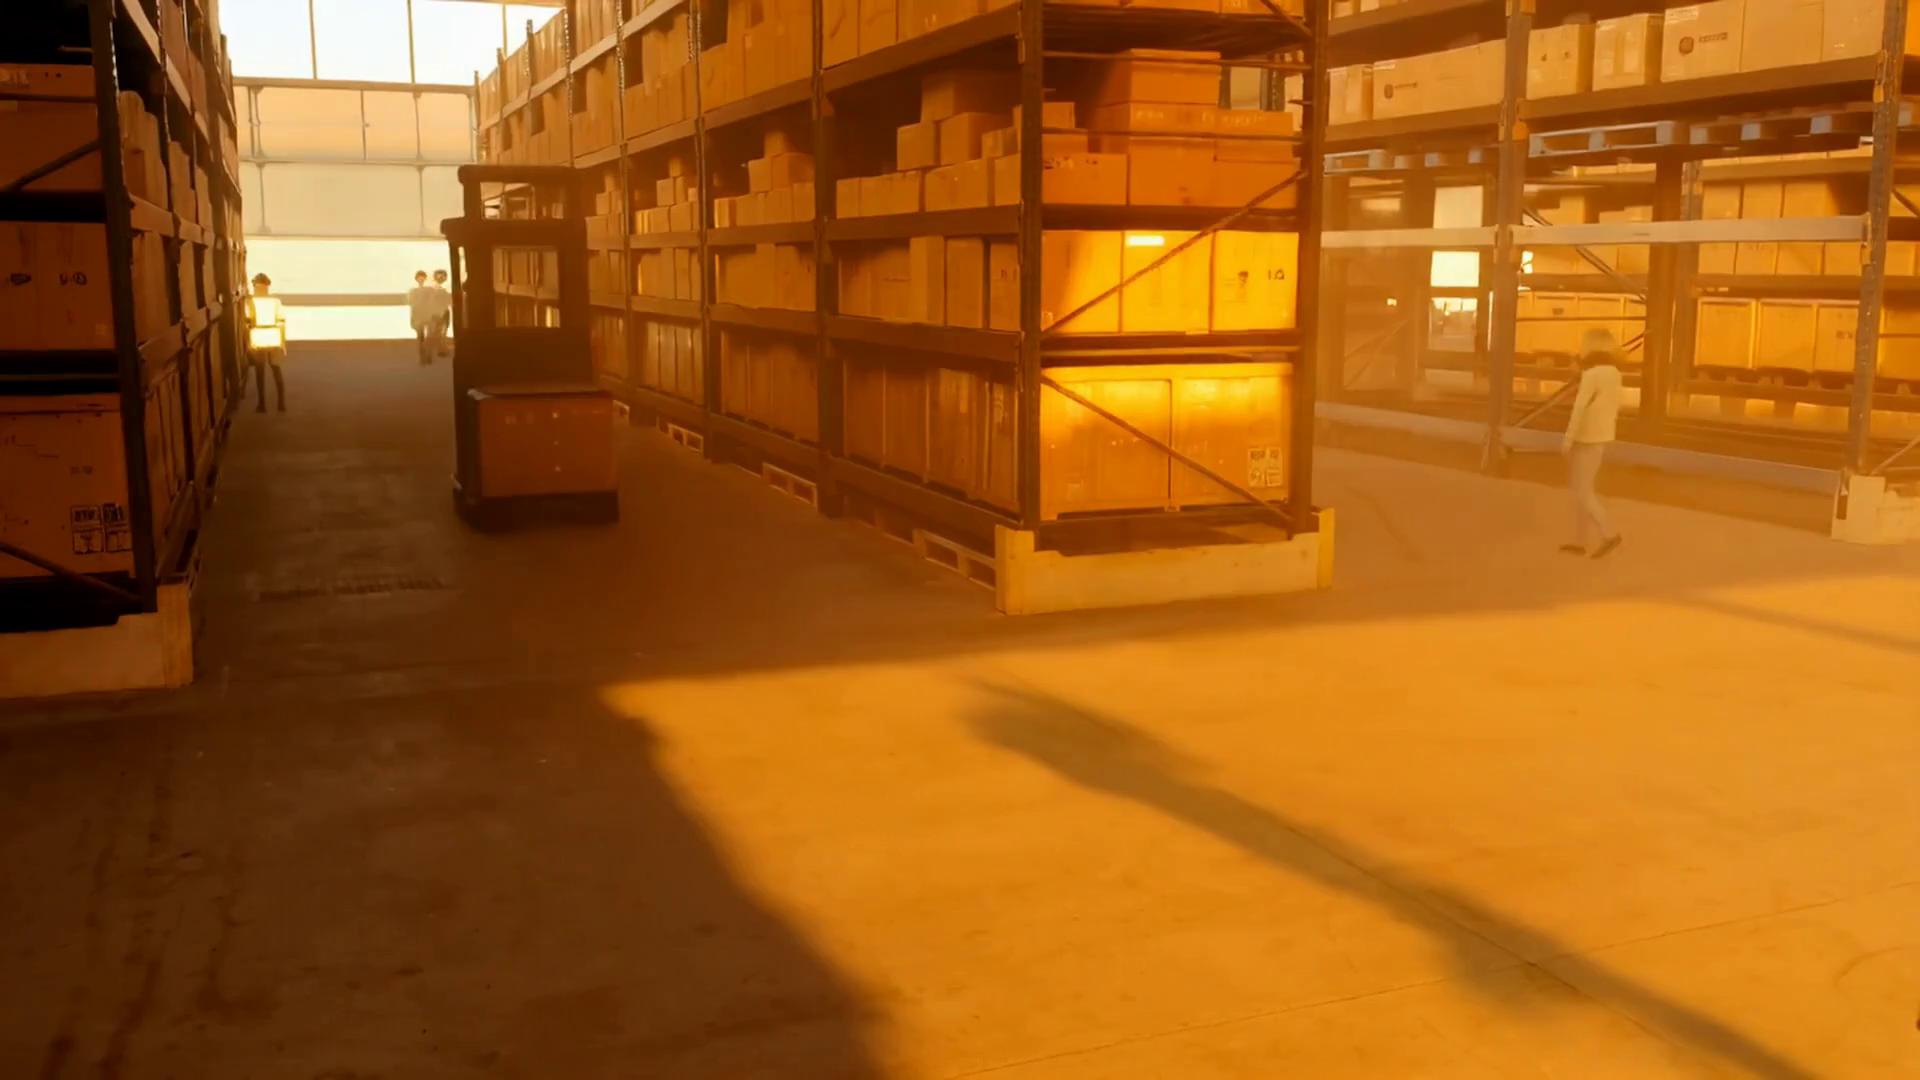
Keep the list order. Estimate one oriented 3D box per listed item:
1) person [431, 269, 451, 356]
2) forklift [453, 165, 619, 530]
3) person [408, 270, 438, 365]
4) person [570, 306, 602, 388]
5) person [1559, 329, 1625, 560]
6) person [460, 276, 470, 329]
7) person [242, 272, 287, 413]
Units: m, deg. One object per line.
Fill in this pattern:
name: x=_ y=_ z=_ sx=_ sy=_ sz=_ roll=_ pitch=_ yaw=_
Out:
person: x=-11.468 y=-4.985 z=36.602 sx=0.607 sy=1.926 sz=0.552 roll=8 pitch=13 yaw=41
forklift: x=-3.465 y=-1.583 z=13.346 sx=1.129 sy=2.768 sz=1.873 roll=-4 pitch=10 yaw=-22
person: x=-10.912 y=-4.522 z=33.819 sx=0.586 sy=1.916 sz=0.523 roll=-2 pitch=10 yaw=-10
person: x=-4.014 y=-1.635 z=17.390 sx=0.532 sy=1.623 sz=0.389 roll=-4 pitch=10 yaw=-24
person: x=4.442 y=-0.662 z=11.622 sx=0.580 sy=1.607 sz=0.487 roll=-9 pitch=13 yaw=-42
person: x=-10.839 y=-4.893 z=36.507 sx=0.532 sy=1.765 sz=0.323 roll=6 pitch=11 yaw=32
person: x=-9.585 y=-2.716 z=22.945 sx=0.542 sy=1.939 sz=0.361 roll=-5 pitch=11 yaw=-30
